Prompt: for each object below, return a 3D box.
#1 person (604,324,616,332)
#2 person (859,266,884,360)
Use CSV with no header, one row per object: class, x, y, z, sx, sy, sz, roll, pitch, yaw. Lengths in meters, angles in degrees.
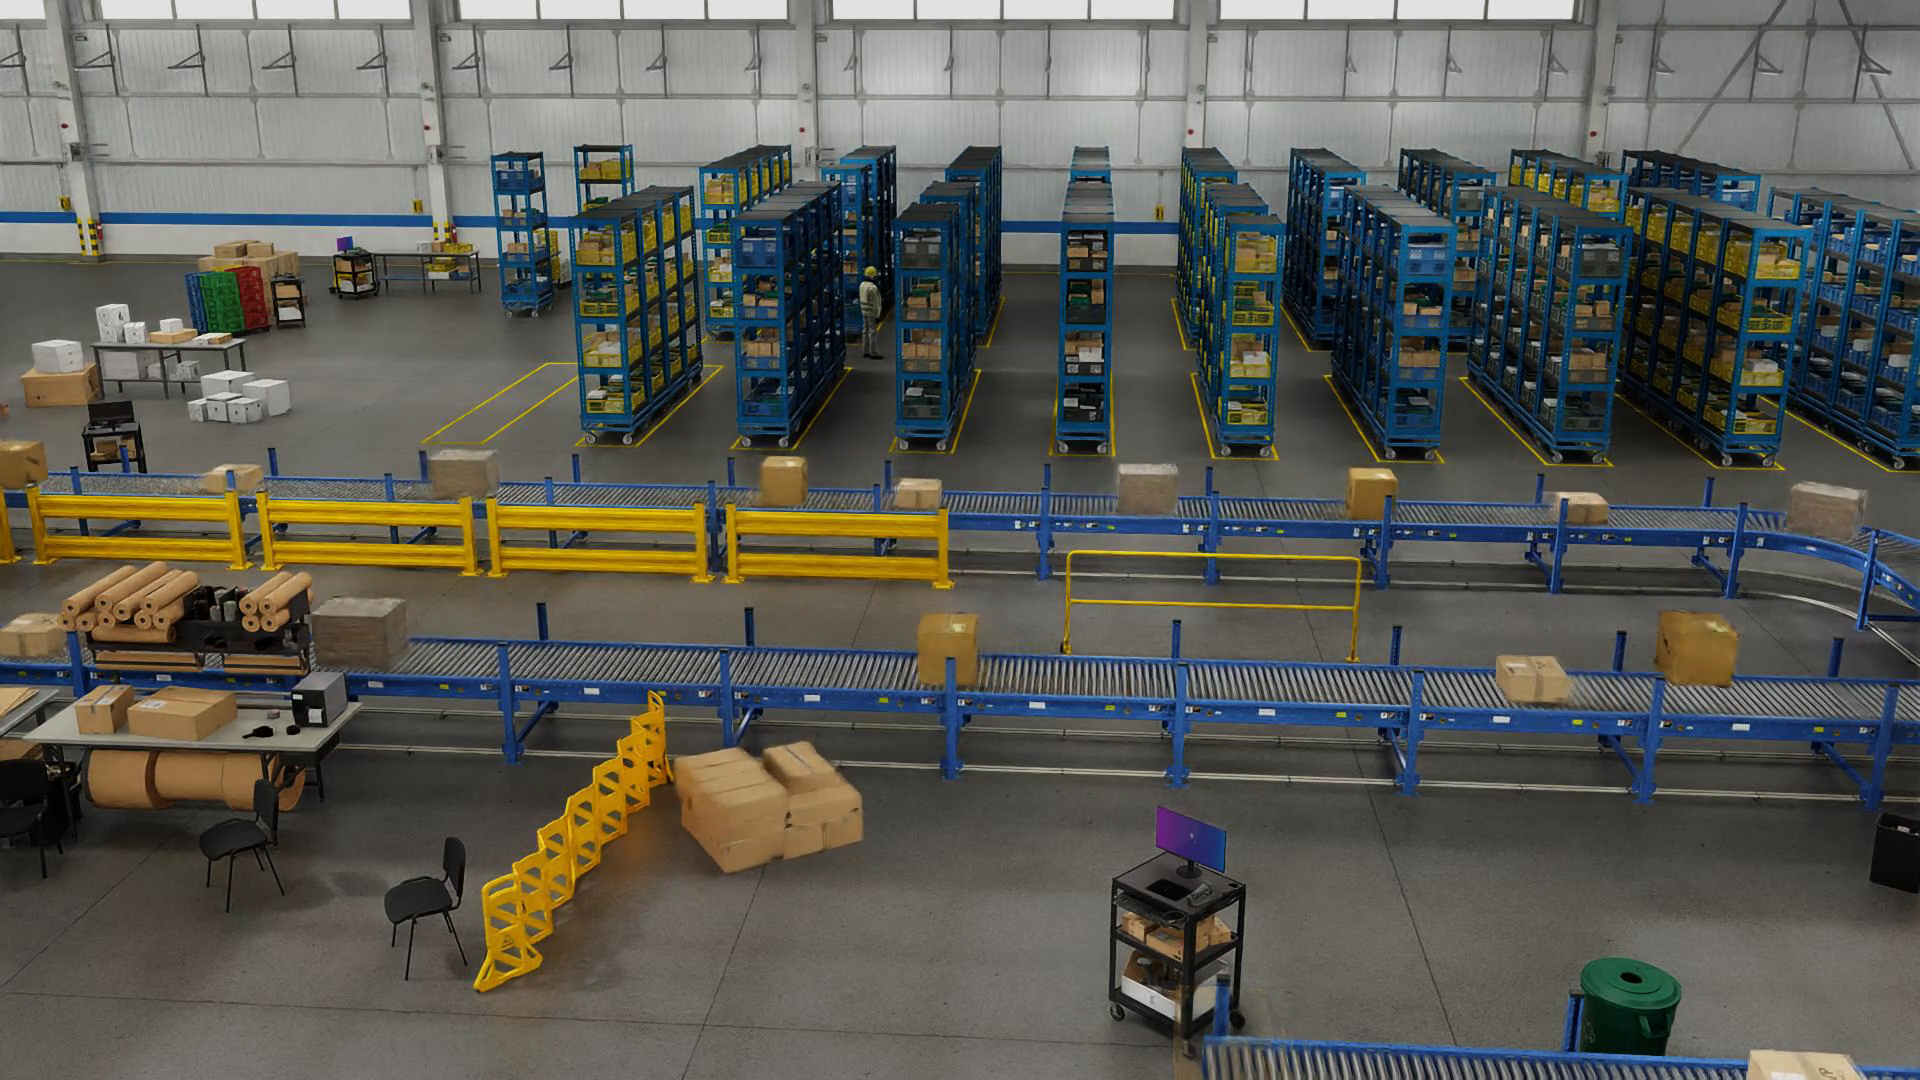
person,-6.231,-3.779,30.384,0.610,1.930,0.429,5,18,14
person,-1.740,-4.463,32.720,0.404,1.830,0.601,-11,21,-31
